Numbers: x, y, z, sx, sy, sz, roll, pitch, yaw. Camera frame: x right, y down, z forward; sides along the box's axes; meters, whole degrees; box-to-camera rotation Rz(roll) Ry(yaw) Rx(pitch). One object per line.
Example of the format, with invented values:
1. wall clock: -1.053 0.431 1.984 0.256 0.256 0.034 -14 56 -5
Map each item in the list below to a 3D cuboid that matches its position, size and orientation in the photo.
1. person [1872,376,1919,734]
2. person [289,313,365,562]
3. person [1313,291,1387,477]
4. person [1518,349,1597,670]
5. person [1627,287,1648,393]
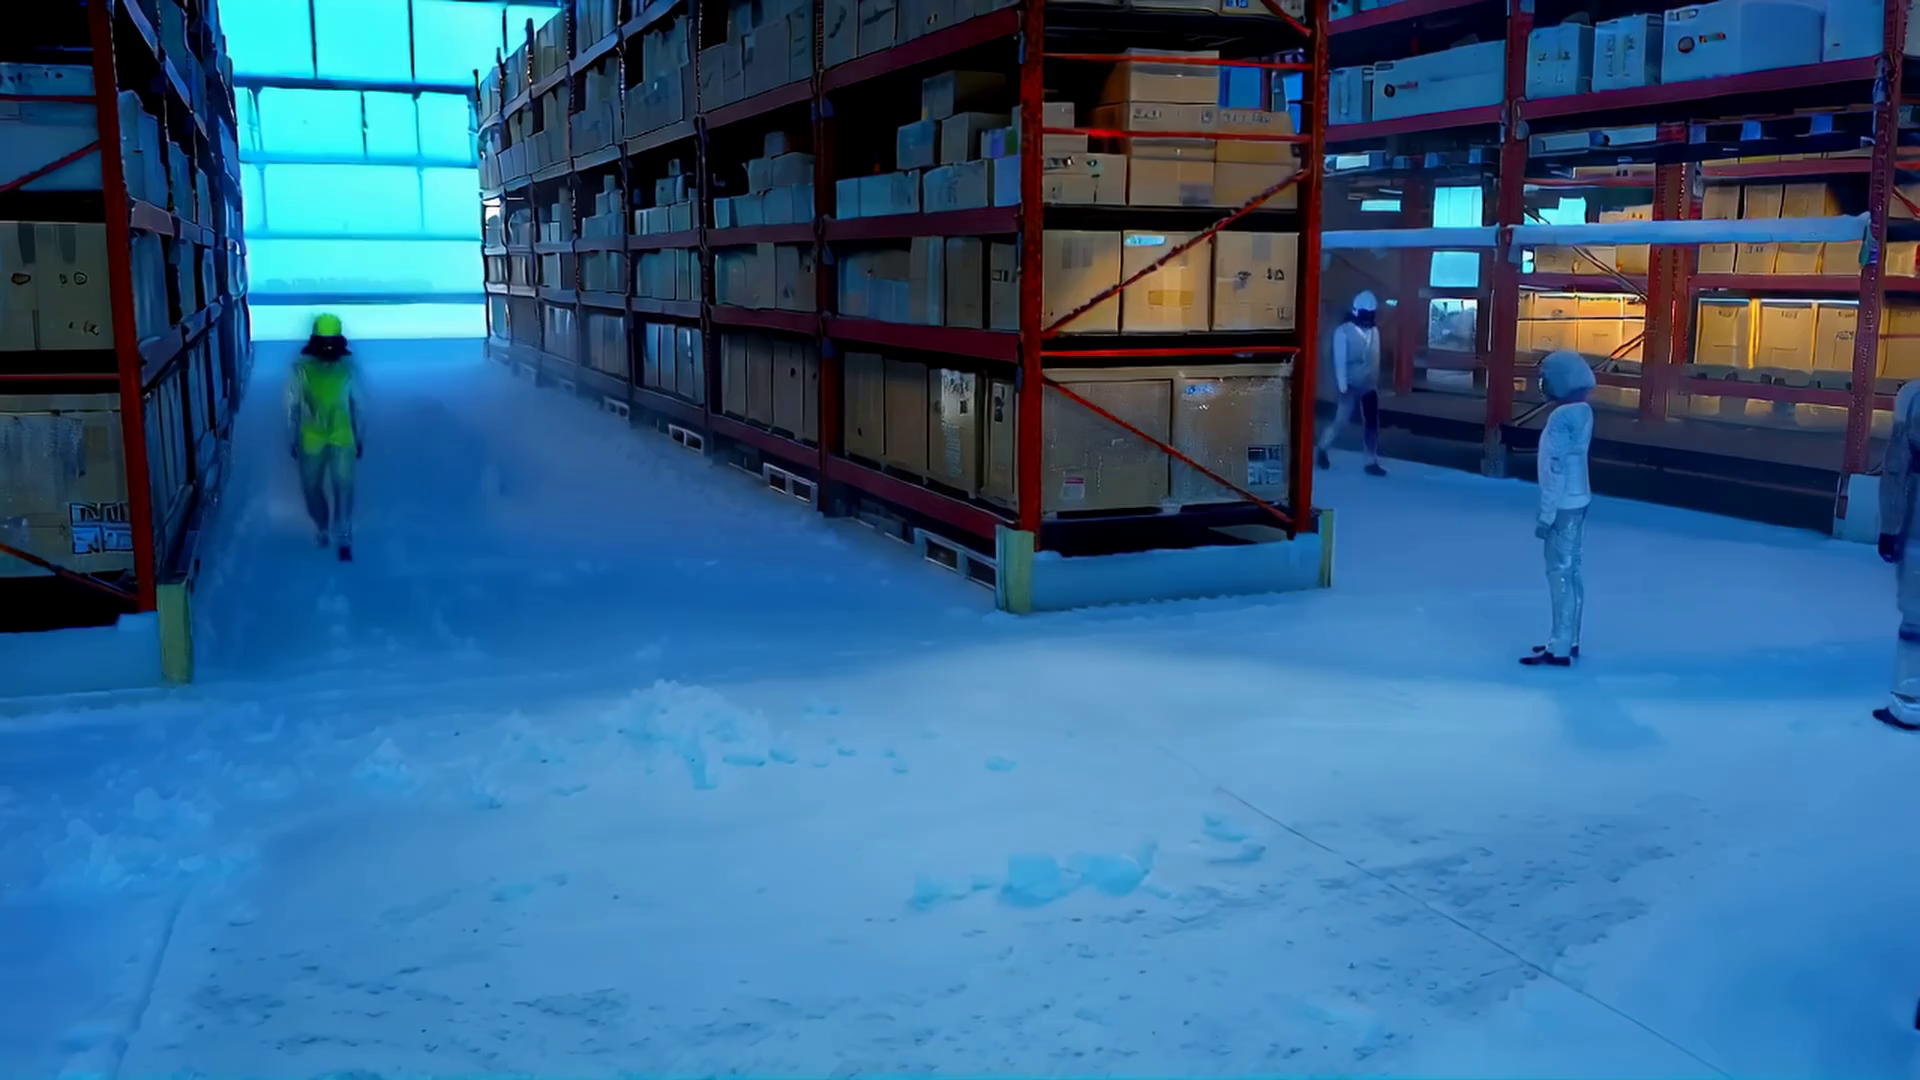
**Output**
1. person: 4.360 -0.084 7.314 0.650 1.899 0.398 1 10 4
2. person: -4.427 -0.731 11.668 0.497 1.723 0.649 -4 10 -21
3. person: 3.844 -1.534 16.275 0.590 1.803 0.810 -4 10 -24
4. person: 3.071 -0.154 8.508 0.286 1.636 0.497 6 11 33
5. person: 10.760 -3.207 26.438 0.537 1.754 0.359 -3 10 -16
